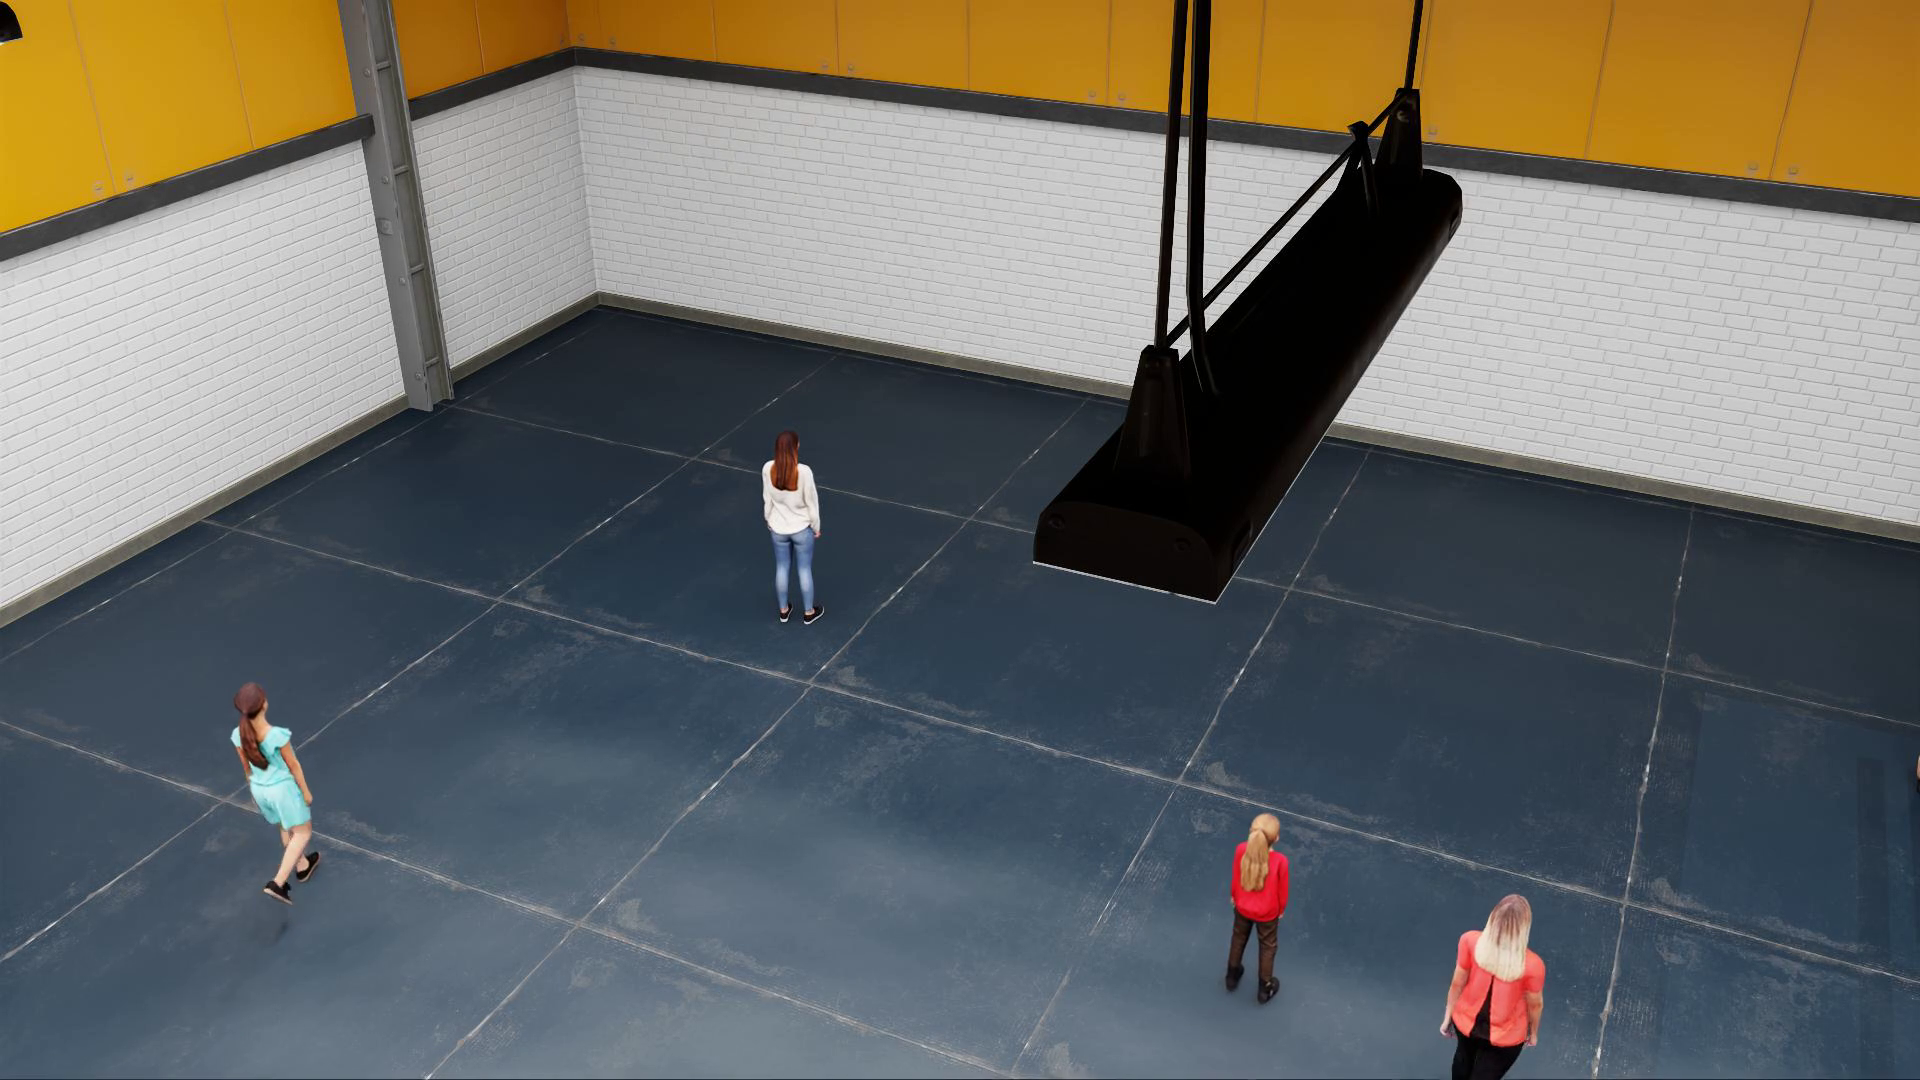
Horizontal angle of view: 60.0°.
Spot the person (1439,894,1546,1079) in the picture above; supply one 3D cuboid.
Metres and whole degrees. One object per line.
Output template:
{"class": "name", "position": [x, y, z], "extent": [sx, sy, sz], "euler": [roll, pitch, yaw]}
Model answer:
{"class": "person", "position": [2.651, 2.553, 8.477], "extent": [0.685, 1.669, 0.859], "euler": [19, 34, 31]}

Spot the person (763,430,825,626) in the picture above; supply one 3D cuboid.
{"class": "person", "position": [-1.339, -0.102, 13.320], "extent": [0.648, 1.692, 0.595], "euler": [8, 30, 14]}

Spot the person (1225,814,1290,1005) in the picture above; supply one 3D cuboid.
{"class": "person", "position": [1.727, 2.125, 9.666], "extent": [0.510, 1.280, 0.511], "euler": [15, 32, 26]}

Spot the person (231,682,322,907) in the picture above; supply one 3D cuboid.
{"class": "person", "position": [-4.273, 1.593, 10.363], "extent": [0.685, 1.549, 0.933], "euler": [5, 29, 9]}
